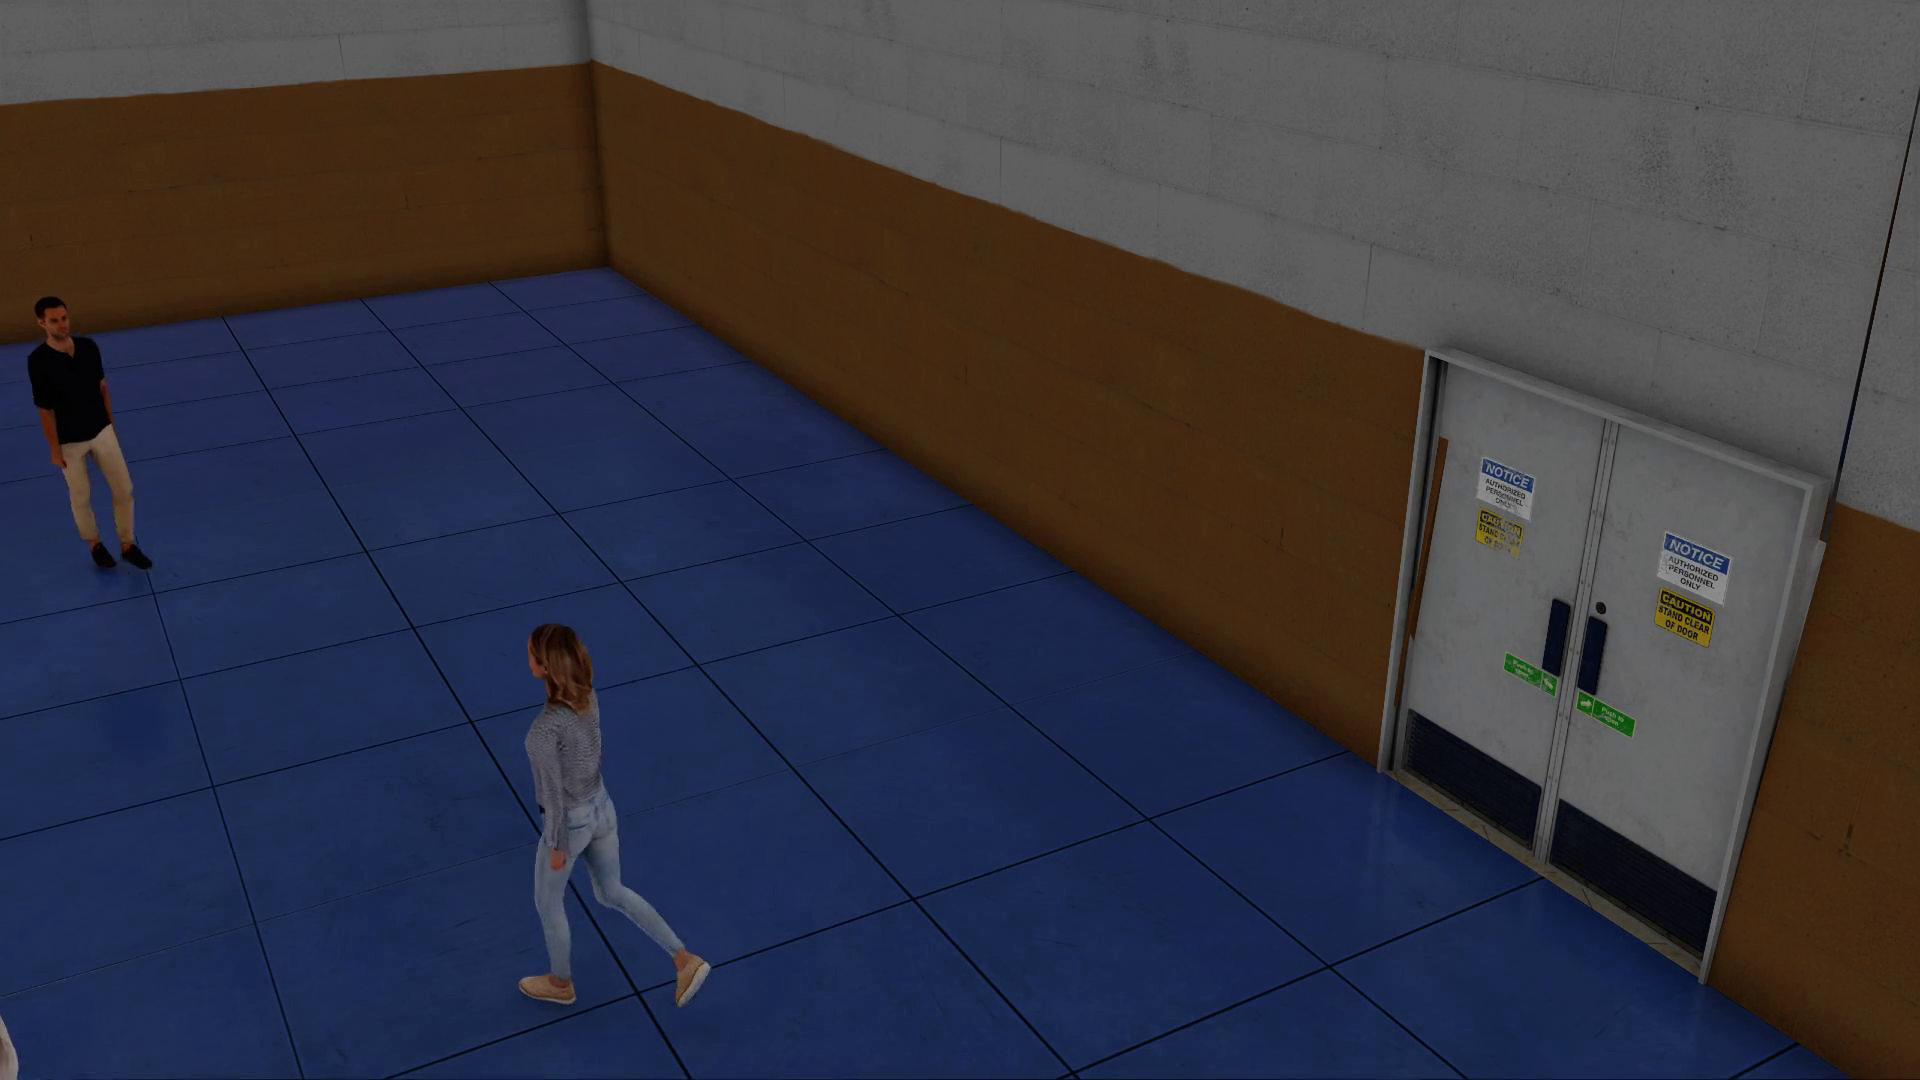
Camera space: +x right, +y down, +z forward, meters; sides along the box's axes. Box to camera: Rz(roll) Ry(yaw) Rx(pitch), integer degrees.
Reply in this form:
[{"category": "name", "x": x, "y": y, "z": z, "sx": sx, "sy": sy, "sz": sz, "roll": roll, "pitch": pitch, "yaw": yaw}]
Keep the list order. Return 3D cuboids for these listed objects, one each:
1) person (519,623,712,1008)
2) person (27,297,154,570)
[{"category": "person", "x": -1.436, "y": 1.161, "z": 6.621, "sx": 1.115, "sy": 1.767, "sz": 1.095, "roll": 8, "pitch": 25, "yaw": 17}, {"category": "person", "x": -5.697, "y": -0.678, "z": 10.707, "sx": 0.861, "sy": 1.836, "sz": 0.833, "roll": 18, "pitch": 30, "yaw": 36}]
